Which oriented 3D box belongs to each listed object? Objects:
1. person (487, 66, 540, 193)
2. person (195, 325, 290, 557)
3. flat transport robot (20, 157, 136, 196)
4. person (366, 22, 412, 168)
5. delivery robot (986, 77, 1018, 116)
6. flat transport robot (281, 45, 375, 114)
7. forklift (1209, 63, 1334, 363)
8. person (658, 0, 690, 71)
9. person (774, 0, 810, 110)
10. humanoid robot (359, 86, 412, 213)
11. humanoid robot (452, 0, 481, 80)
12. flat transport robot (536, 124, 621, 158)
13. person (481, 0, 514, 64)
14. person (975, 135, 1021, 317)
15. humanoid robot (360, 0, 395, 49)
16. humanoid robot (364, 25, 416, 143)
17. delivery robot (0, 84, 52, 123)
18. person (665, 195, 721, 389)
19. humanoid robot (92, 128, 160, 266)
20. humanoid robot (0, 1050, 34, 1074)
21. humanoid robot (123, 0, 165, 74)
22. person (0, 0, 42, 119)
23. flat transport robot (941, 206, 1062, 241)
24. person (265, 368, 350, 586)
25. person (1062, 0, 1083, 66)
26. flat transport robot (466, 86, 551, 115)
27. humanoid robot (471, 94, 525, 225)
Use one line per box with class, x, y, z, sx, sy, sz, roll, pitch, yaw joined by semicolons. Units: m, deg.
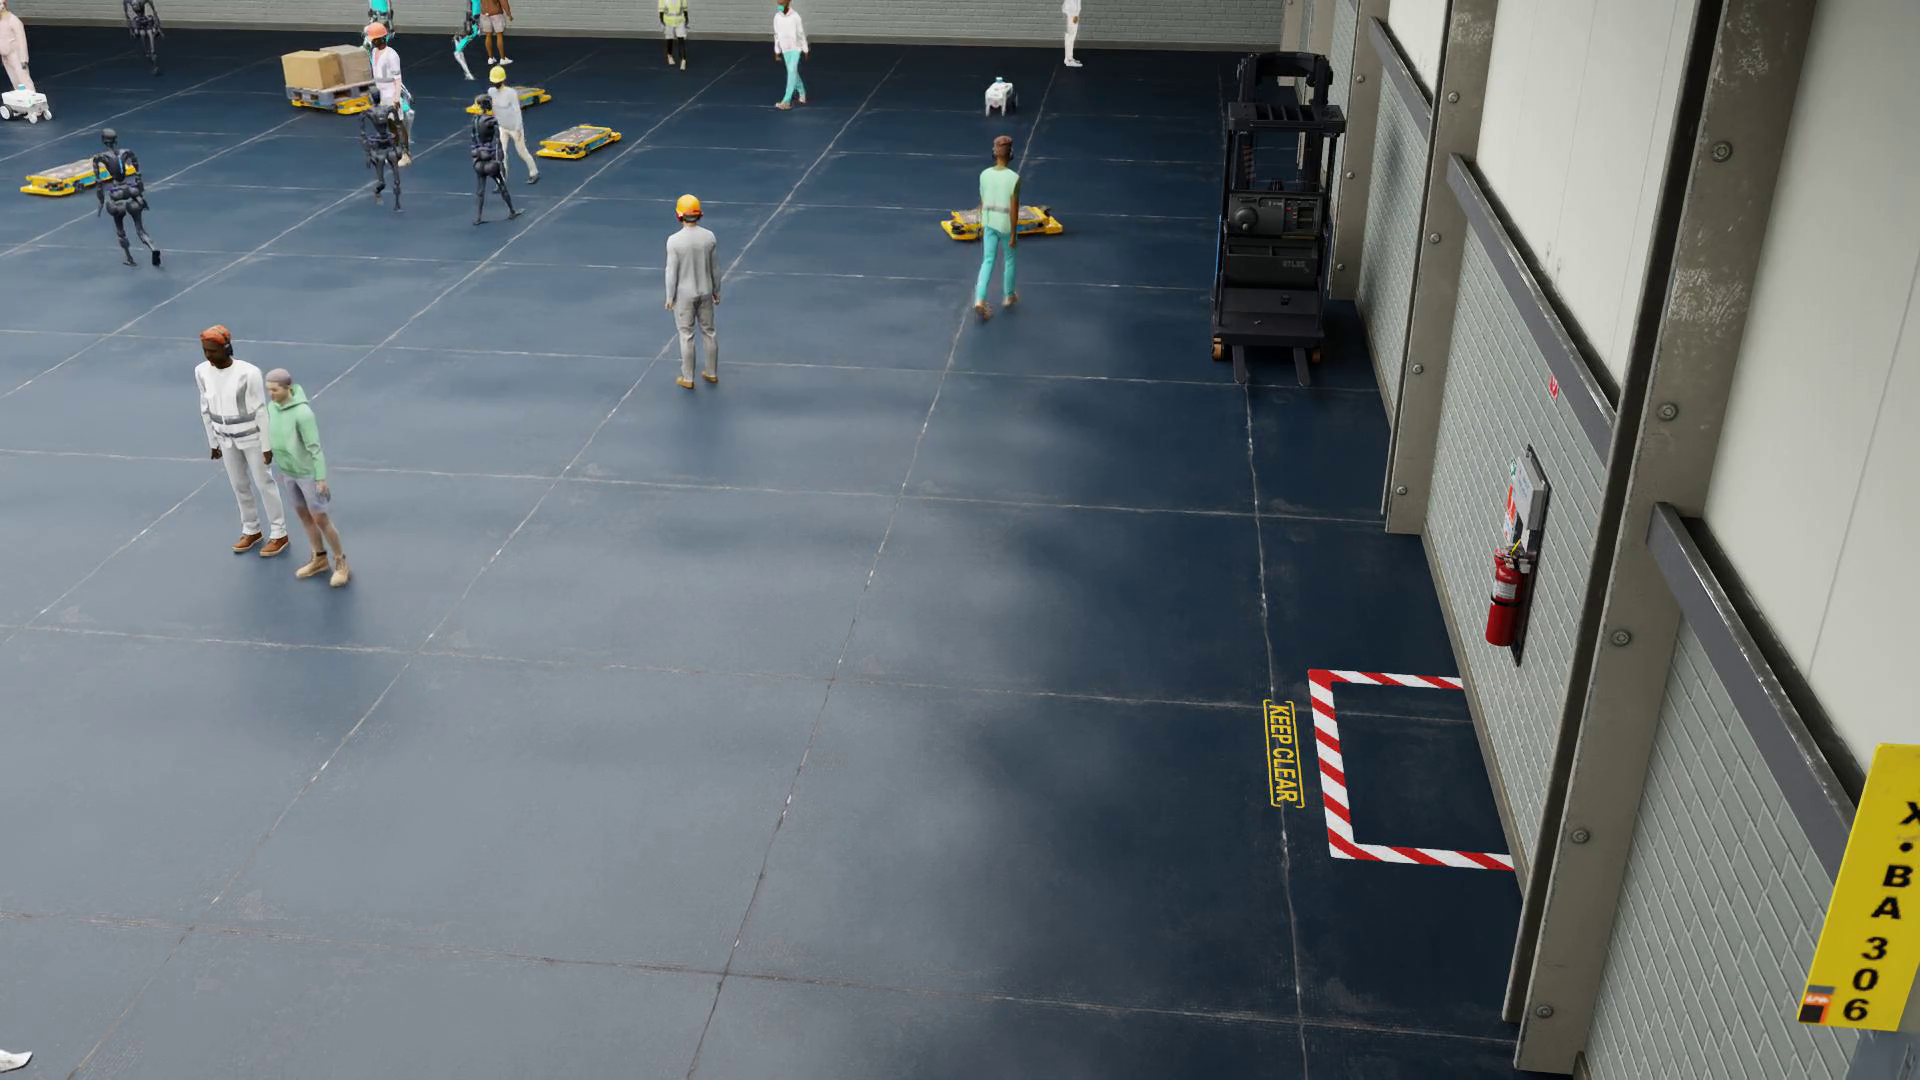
person;-6.190;-5.663;22.824;0.562;1.706;0.922;9;28;18
person;-5.571;-0.767;12.882;0.566;1.878;0.354;6;27;11
flat transport robot;-12.358;-5.097;23.314;0.659;0.231;1.431;9;28;17
person;-8.253;-6.411;23.966;0.605;2.039;0.376;22;34;37
delivery robot;0.653;-7.323;27.431;0.499;0.587;0.785;6;27;12
flat transport robot;-10.421;-7.317;27.746;1.431;0.231;0.659;16;31;28
forklift;3.241;-3.477;17.183;1.129;2.768;1.873;3;27;6
person;-5.262;-9.530;30.616;0.565;1.649;0.846;-6;27;-12
person;-2.794;-8.139;27.632;0.550;1.852;1.007;12;29;22
humanoid robot;-7.573;-5.152;21.864;0.592;1.644;0.470;-19;32;-33
humanoid robot;-8.881;-9.140;29.753;0.787;1.774;0.535;2;27;4
flat transport robot;-5.765;-6.034;25.184;0.659;0.231;1.431;8;28;16
person;-8.708;-9.802;30.934;0.791;1.855;0.393;7;27;13
person;0.410;-3.411;18.095;0.489;1.942;0.946;11;29;21
humanoid robot;-10.512;-9.105;29.720;0.531;1.779;1.004;11;29;21
humanoid robot;-8.565;-6.939;25.393;0.800;1.796;0.530;-3;27;-7
delivery robot;-15.146;-7.059;26.932;0.803;0.614;0.499;13;29;24
person;-2.583;-2.404;16.142;0.570;1.892;0.379;-17;31;-30
humanoid robot;-9.844;-4.016;19.604;0.579;1.642;0.584;19;33;34
humanoid robot;-4.975;1.835;7.834;1.007;1.736;0.547;3;27;7
humanoid robot;-14.727;-9.258;30.075;0.612;1.625;0.675;-3;27;-5
person;-15.298;-7.782;26.847;0.651;1.905;0.406;16;31;29
flat transport robot;0.528;-4.039;21.202;1.431;0.231;0.659;-6;27;-13
person;-4.913;-0.476;12.462;0.486;1.735;0.330;14;30;26
person;2.084;-9.759;30.830;0.401;1.876;0.497;-1;27;-2
flat transport robot;-7.538;-7.341;27.794;0.659;0.231;1.431;11;28;20
humanoid robot;-6.052;-4.912;21.401;0.591;1.634;0.713;19;32;32
